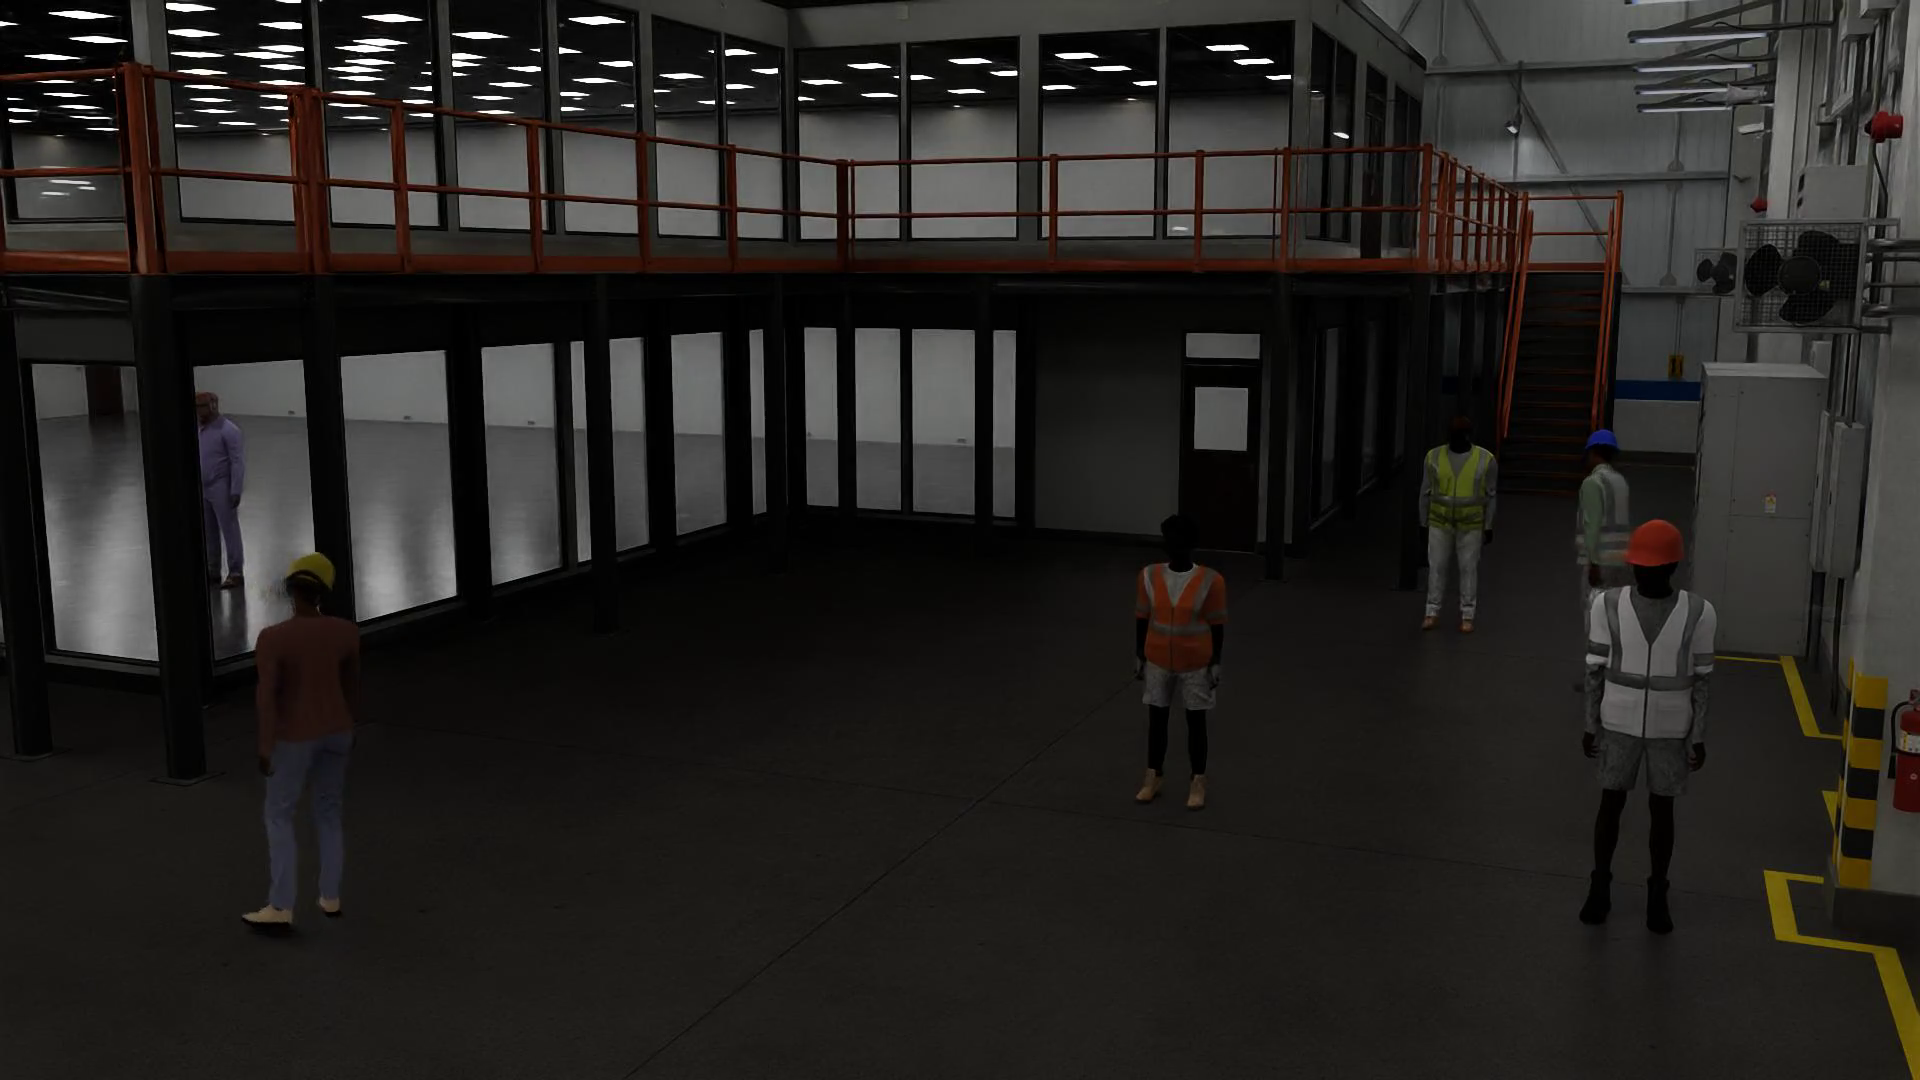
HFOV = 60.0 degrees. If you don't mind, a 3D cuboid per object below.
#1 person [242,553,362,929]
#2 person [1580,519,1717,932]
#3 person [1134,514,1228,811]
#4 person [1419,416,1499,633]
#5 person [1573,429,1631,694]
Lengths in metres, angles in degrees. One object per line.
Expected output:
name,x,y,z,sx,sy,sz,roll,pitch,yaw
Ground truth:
person,-3.100,0.934,7.866,0.404,1.718,0.638,7,12,37
person,3.172,0.856,7.697,0.549,1.934,0.374,4,10,24
person,1.241,0.692,9.442,0.538,1.695,0.320,4,10,24
person,4.197,-0.129,14.067,0.627,1.840,0.429,4,10,24
person,4.660,0.158,12.131,0.469,1.896,0.762,8,12,39
